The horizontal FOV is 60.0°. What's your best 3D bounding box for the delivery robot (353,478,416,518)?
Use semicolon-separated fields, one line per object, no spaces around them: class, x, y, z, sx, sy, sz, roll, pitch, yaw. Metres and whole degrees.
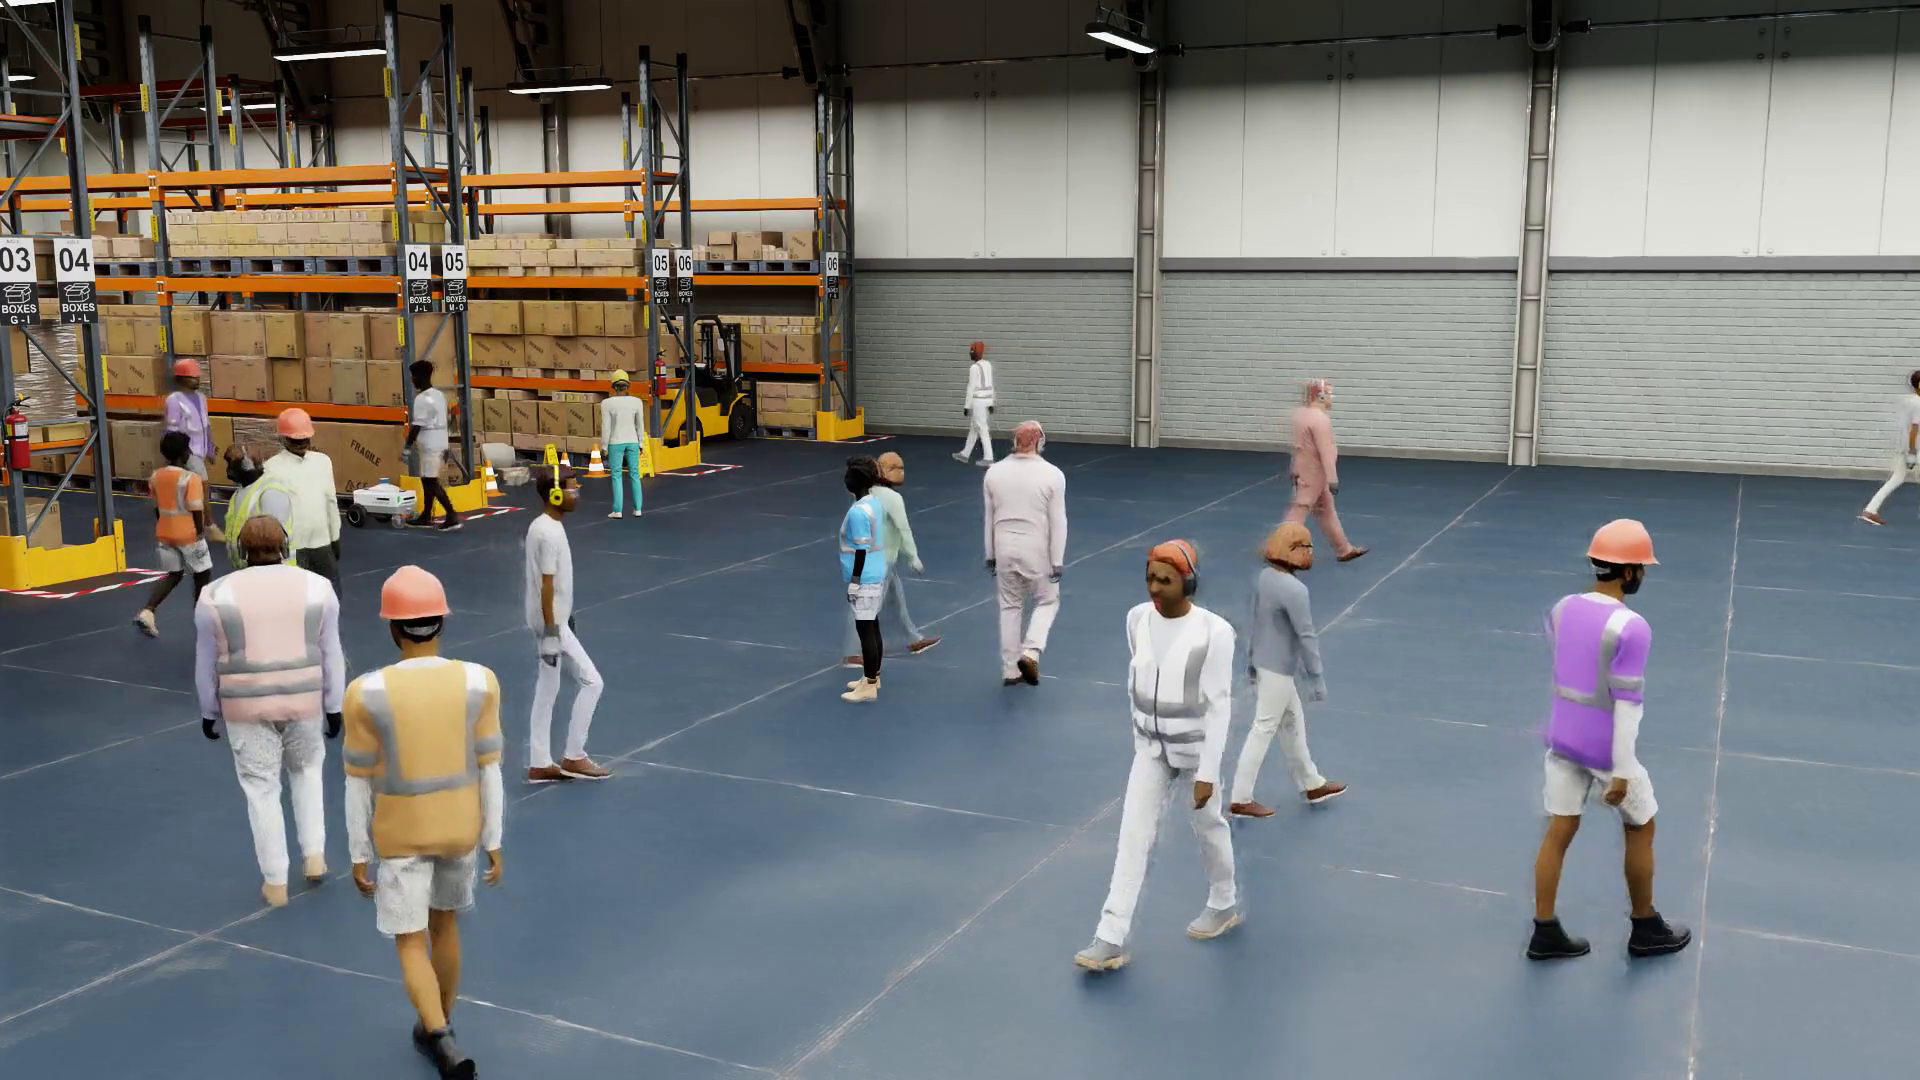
delivery robot;-6.575;-0.465;19.020;0.707;0.478;0.477;4;10;23

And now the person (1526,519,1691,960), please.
person;2.808;0.855;7.096;0.842;1.907;0.547;-4;10;-24

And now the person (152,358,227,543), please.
person;-8.355;-0.964;17.942;0.999;2.010;0.624;1;9;8

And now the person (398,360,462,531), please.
person;-5.946;-1.050;18.699;0.689;1.943;0.626;0;9;2

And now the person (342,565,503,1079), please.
person;-1.869;1.052;5.901;0.543;1.912;0.830;-5;11;-30

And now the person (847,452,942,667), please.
person;-0.493;0.144;12.418;0.855;1.591;0.518;-4;10;-22

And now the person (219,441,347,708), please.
person;-4.720;0.203;11.428;0.619;1.802;0.935;7;12;38

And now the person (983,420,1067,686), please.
person;0.453;0.107;11.715;0.658;1.888;0.474;5;10;26

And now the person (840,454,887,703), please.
person;-0.665;0.259;11.380;0.318;1.697;0.535;1;9;6

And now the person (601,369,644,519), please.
person;-4.000;-1.131;19.689;0.535;1.767;0.317;-6;11;-32

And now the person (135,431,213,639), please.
person;-6.196;-0.029;13.197;0.545;1.681;0.687;4;10;26

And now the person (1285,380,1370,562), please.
person;3.614;-0.657;16.504;0.998;1.850;0.665;0;9;1

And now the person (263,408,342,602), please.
person;-4.803;0.012;12.100;0.573;1.962;0.625;6;11;33

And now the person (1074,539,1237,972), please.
person;0.910;0.898;7.084;0.581;1.825;1.007;8;12;42

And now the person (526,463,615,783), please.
person;-2.222;0.485;9.511;0.617;1.850;0.569;-3;10;-19

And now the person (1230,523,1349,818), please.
person;1.815;0.702;8.962;0.815;1.597;0.528;-2;9;-10

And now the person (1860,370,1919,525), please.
person;10.850;-1.043;18.982;0.953;1.832;0.535;2;10;13

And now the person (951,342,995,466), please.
person;0.178;-2.041;25.010;0.849;1.849;0.607;4;10;25

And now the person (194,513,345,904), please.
person;-3.251;0.776;7.834;0.629;1.826;0.567;-6;11;-31
